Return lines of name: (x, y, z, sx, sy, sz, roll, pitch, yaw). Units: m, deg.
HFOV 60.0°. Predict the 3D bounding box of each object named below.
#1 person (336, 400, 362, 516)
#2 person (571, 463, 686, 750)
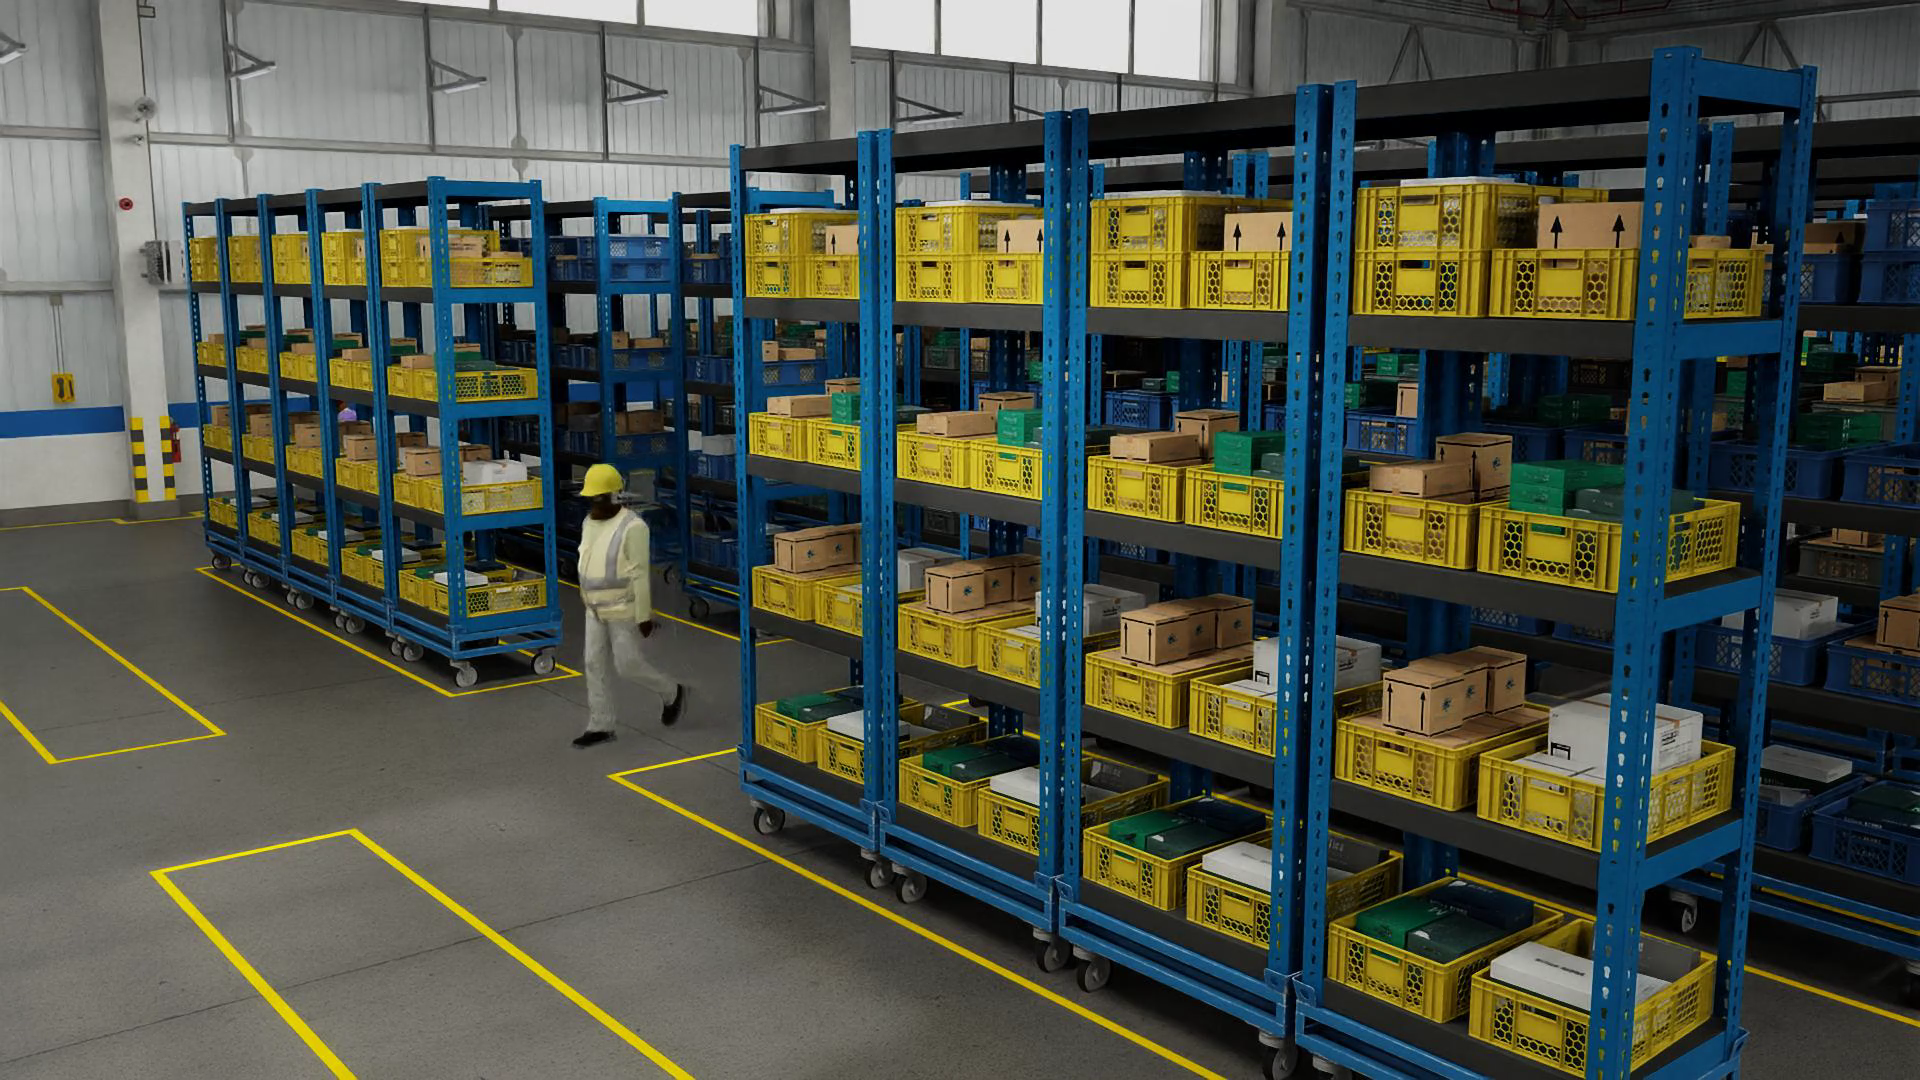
person: (-6.171, -0.684, 16.837, 0.383, 1.839, 0.575, -3, 10, -15)
person: (-2.113, 0.394, 10.459, 0.594, 1.804, 0.711, 9, 13, 42)
